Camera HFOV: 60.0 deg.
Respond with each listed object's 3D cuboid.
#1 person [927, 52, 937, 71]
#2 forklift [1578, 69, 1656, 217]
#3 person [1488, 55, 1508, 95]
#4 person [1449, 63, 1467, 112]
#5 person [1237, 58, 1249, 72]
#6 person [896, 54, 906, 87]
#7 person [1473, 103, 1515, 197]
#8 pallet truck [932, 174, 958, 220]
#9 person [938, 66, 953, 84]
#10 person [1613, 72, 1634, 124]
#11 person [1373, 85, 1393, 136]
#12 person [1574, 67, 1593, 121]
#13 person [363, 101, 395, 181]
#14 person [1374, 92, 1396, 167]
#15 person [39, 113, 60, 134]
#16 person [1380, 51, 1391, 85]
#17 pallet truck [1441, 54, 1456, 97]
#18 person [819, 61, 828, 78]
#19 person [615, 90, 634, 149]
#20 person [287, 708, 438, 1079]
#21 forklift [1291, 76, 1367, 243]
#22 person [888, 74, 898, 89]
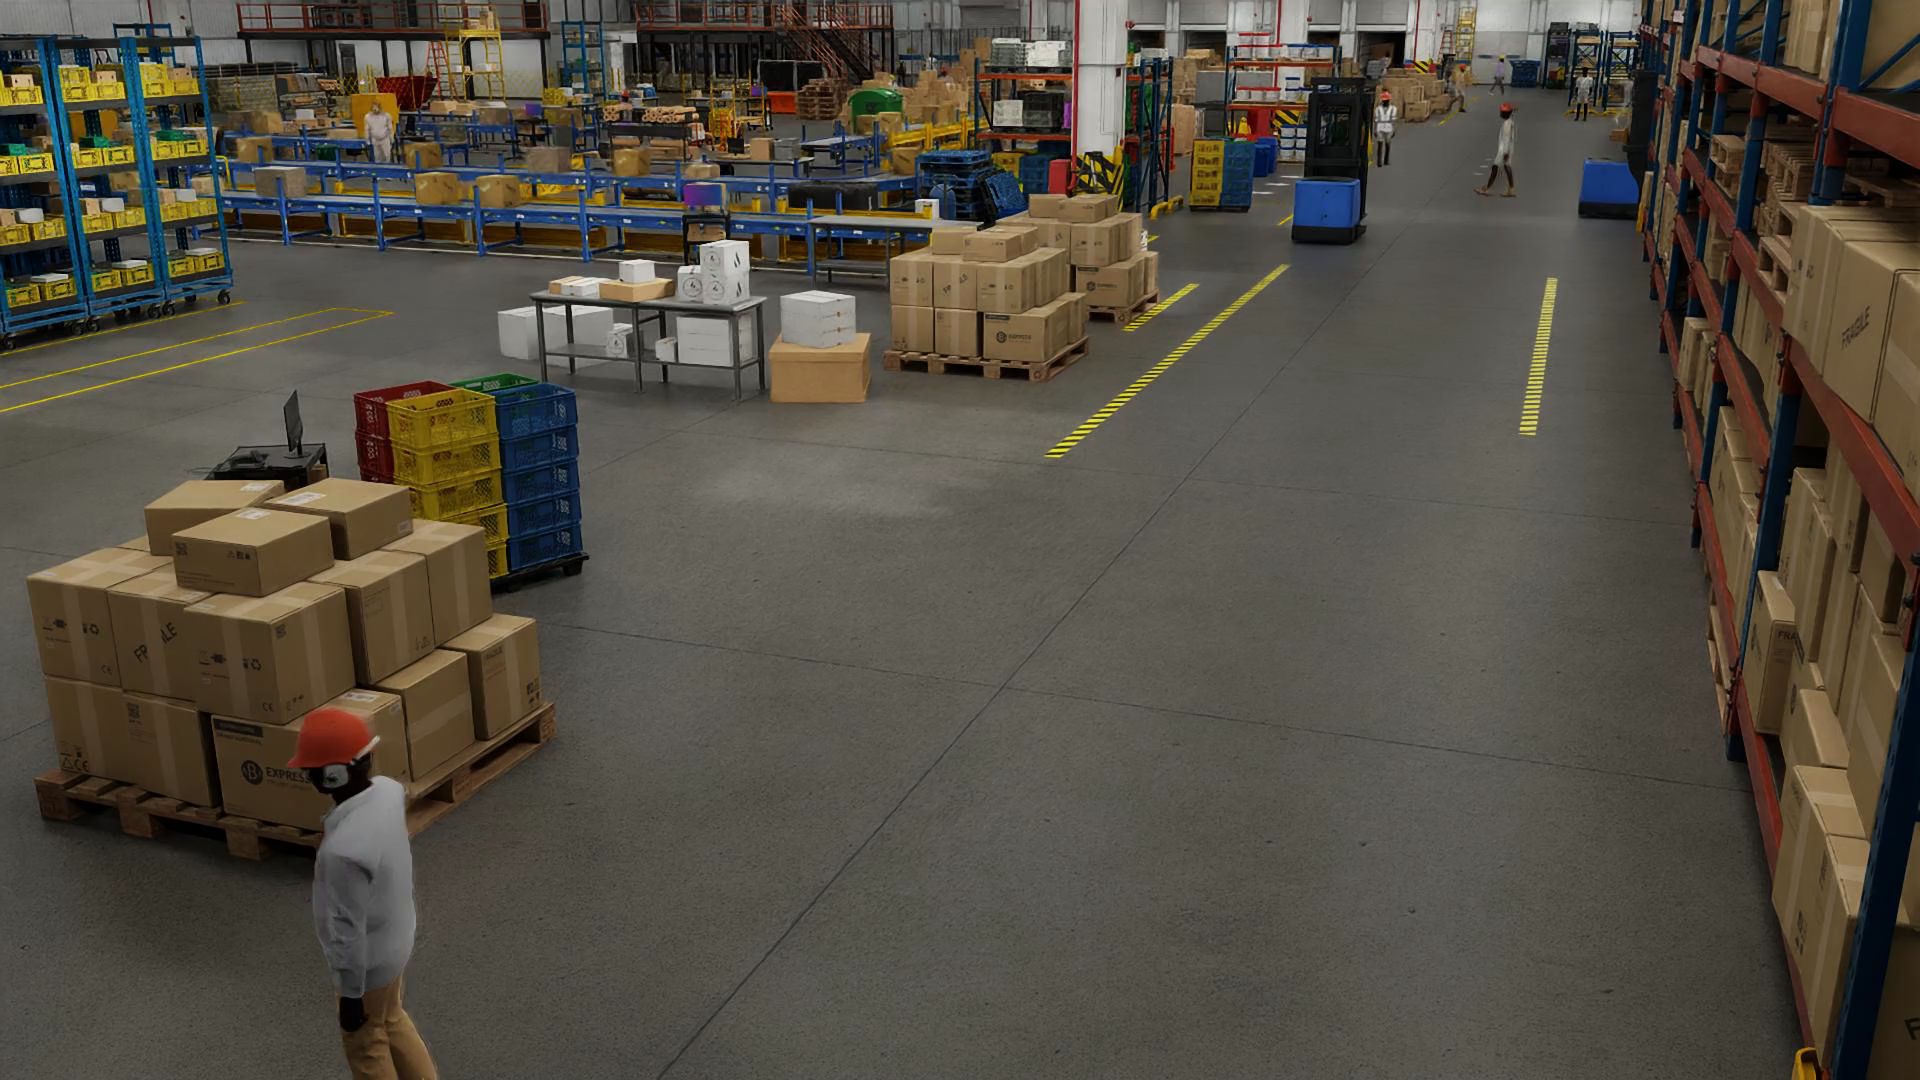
[{"bbox_3d":[-1.473,-24.286,86.083,0.572,1.883,0.358,-7,19,-22],"label":"person"},{"bbox_3d":[13.219,-7.740,32.475,1.873,2.768,1.129,6,19,18],"label":"forklift"},{"bbox_3d":[26.074,-22.484,80.442,1.004,1.880,0.607,0,18,-1],"label":"person"},{"bbox_3d":[20.026,-18.136,66.706,0.557,1.914,0.670,-16,24,-41],"label":"person"},{"bbox_3d":[12.615,-20.792,74.849,0.685,2.000,0.535,13,22,35],"label":"person"},{"bbox_3d":[-2.926,-23.190,82.701,0.507,1.846,0.345,-4,18,-12],"label":"person"},{"bbox_3d":[11.764,-8.513,36.321,0.964,2.001,0.643,8,19,23],"label":"person"},{"bbox_3d":[-0.507,-5.292,27.348,0.653,1.274,1.630,6,19,19],"label":"pallet truck"},{"bbox_3d":[-0.499,-16.491,61.452,0.615,1.968,0.765,7,19,21],"label":"person"},{"bbox_3d":[23.846,-15.793,59.474,0.875,1.844,0.524,-8,19,-22],"label":"person"},{"bbox_3d":[13.770,-13.909,53.917,0.732,1.612,0.518,7,19,22],"label":"person"},{"bbox_3d":[22.942,-16.410,61.225,0.598,1.958,0.383,11,21,30],"label":"person"},{"bbox_3d":[-13.882,-9.519,39.739,0.673,1.862,0.791,-3,18,-8],"label":"person"},{"bbox_3d":[11.072,-10.707,43.363,0.549,1.917,0.808,5,18,14],"label":"person"},{"bbox_3d":[-23.627,-10.753,43.385,0.607,2.008,1.003,3,18,11],"label":"person"},{"bbox_3d":[23.023,-25.427,89.751,0.652,1.831,0.434,-11,21,-31],"label":"person"},{"bbox_3d":[22.765,-21.886,78.355,0.823,1.965,1.885,-4,18,-14],"label":"pallet truck"},{"bbox_3d":[-5.829,-19.729,71.850,0.993,1.823,0.602,-13,22,-36],"label":"person"},{"bbox_3d":[-8.822,-10.888,43.903,0.551,1.932,0.378,8,19,23],"label":"person"},{"bbox_3d":[-2.011,1.381,5.669,0.438,1.739,0.573,-1,18,-2],"label":"person"},{"bbox_3d":[6.598,-6.755,29.381,1.129,2.768,1.873,6,19,19],"label":"forklift"},{"bbox_3d":[-2.330,-15.340,58.104,0.501,1.801,0.610,2,18,6],"label":"person"}]
